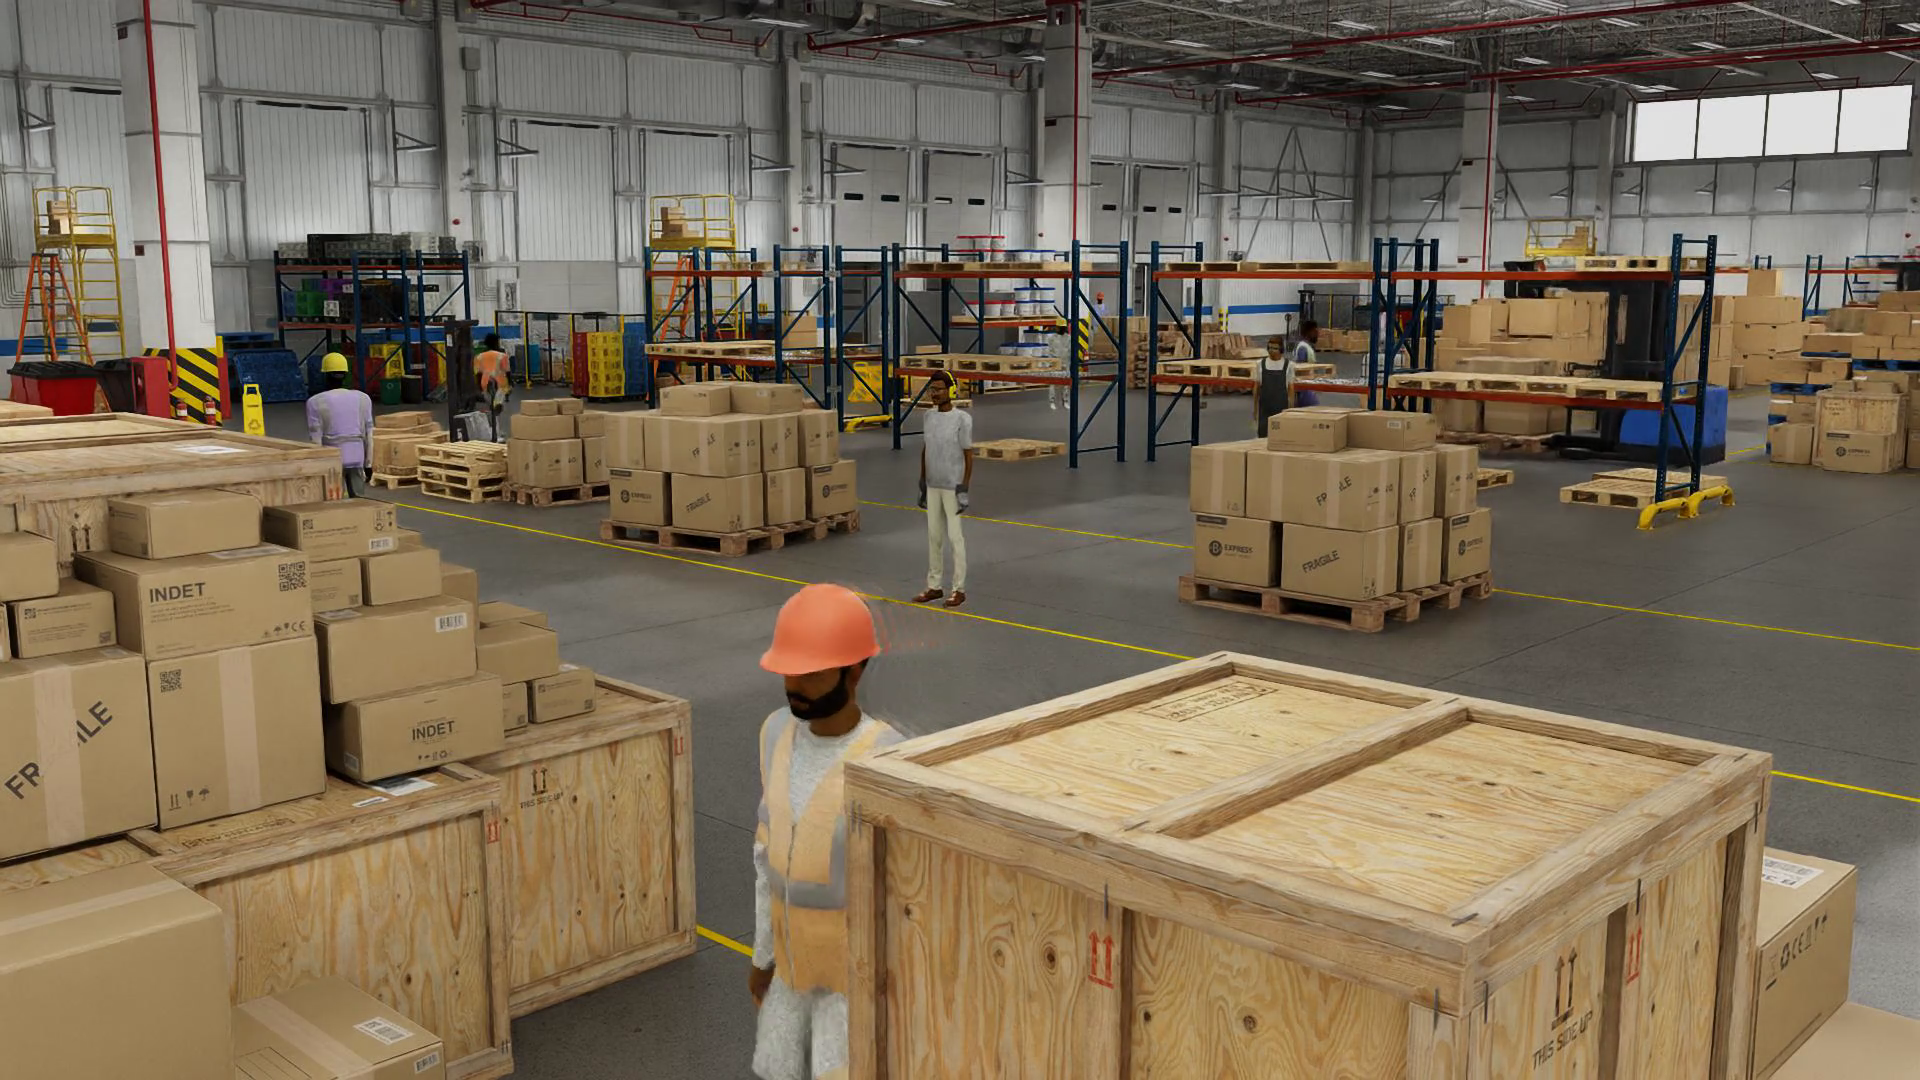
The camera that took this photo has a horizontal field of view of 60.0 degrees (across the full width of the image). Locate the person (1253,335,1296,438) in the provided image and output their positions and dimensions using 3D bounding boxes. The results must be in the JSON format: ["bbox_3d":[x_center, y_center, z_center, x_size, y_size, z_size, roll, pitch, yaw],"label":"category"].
[{"bbox_3d":[3.902,-1.624,20.695,0.505,1.838,0.349,3,10,16],"label":"person"}]

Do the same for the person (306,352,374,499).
[{"bbox_3d":[-5.449,-0.683,14.643,0.363,1.927,0.587,9,13,43],"label":"person"}]

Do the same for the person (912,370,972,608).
[{"bbox_3d":[-0.137,-0.405,13.118,0.512,1.872,0.328,7,12,37],"label":"person"}]

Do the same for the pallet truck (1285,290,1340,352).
[{"bbox_3d":[11.297,-6.951,52.861,1.885,1.965,0.823,-5,11,-29],"label":"pallet truck"}]

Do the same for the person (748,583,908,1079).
[{"bbox_3d":[-0.271,1.033,4.150,0.638,1.922,0.567,-9,13,-43],"label":"person"}]

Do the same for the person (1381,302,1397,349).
[{"bbox_3d":[10.713,-5.089,41.688,0.505,1.918,0.562,-3,10,-17],"label":"person"}]

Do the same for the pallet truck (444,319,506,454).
[{"bbox_3d":[-6.981,-1.942,22.150,1.885,1.965,0.823,1,9,9],"label":"pallet truck"}]

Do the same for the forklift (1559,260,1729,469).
[{"bbox_3d":[9.342,-2.447,22.545,1.873,2.768,1.129,9,13,43],"label":"forklift"}]

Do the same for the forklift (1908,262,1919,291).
[{"bbox_3d":[23.804,-5.462,41.032,1.129,2.768,1.873,-3,10,-15],"label":"forklift"}]

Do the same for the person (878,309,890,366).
[{"bbox_3d":[-2.013,-5.351,44.178,0.314,1.634,0.515,1,9,5],"label":"person"}]

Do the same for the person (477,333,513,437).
[{"bbox_3d":[-7.287,-2.389,25.890,0.534,1.672,0.737,3,10,18],"label":"person"}]

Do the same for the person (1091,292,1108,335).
[{"bbox_3d":[4.325,-6.701,51.544,0.544,1.930,0.388,0,9,3],"label":"person"}]

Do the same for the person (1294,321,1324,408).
[{"bbox_3d":[5.190,-2.274,24.496,0.734,1.891,0.595,2,10,15],"label":"person"}]

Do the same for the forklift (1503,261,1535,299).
[{"bbox_3d":[12.701,-4.971,38.022,1.873,2.768,1.129,9,13,43],"label":"forklift"}]

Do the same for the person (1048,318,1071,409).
[{"bbox_3d":[1.907,-3.343,31.542,0.485,1.739,0.320,-2,9,-12],"label":"person"}]
